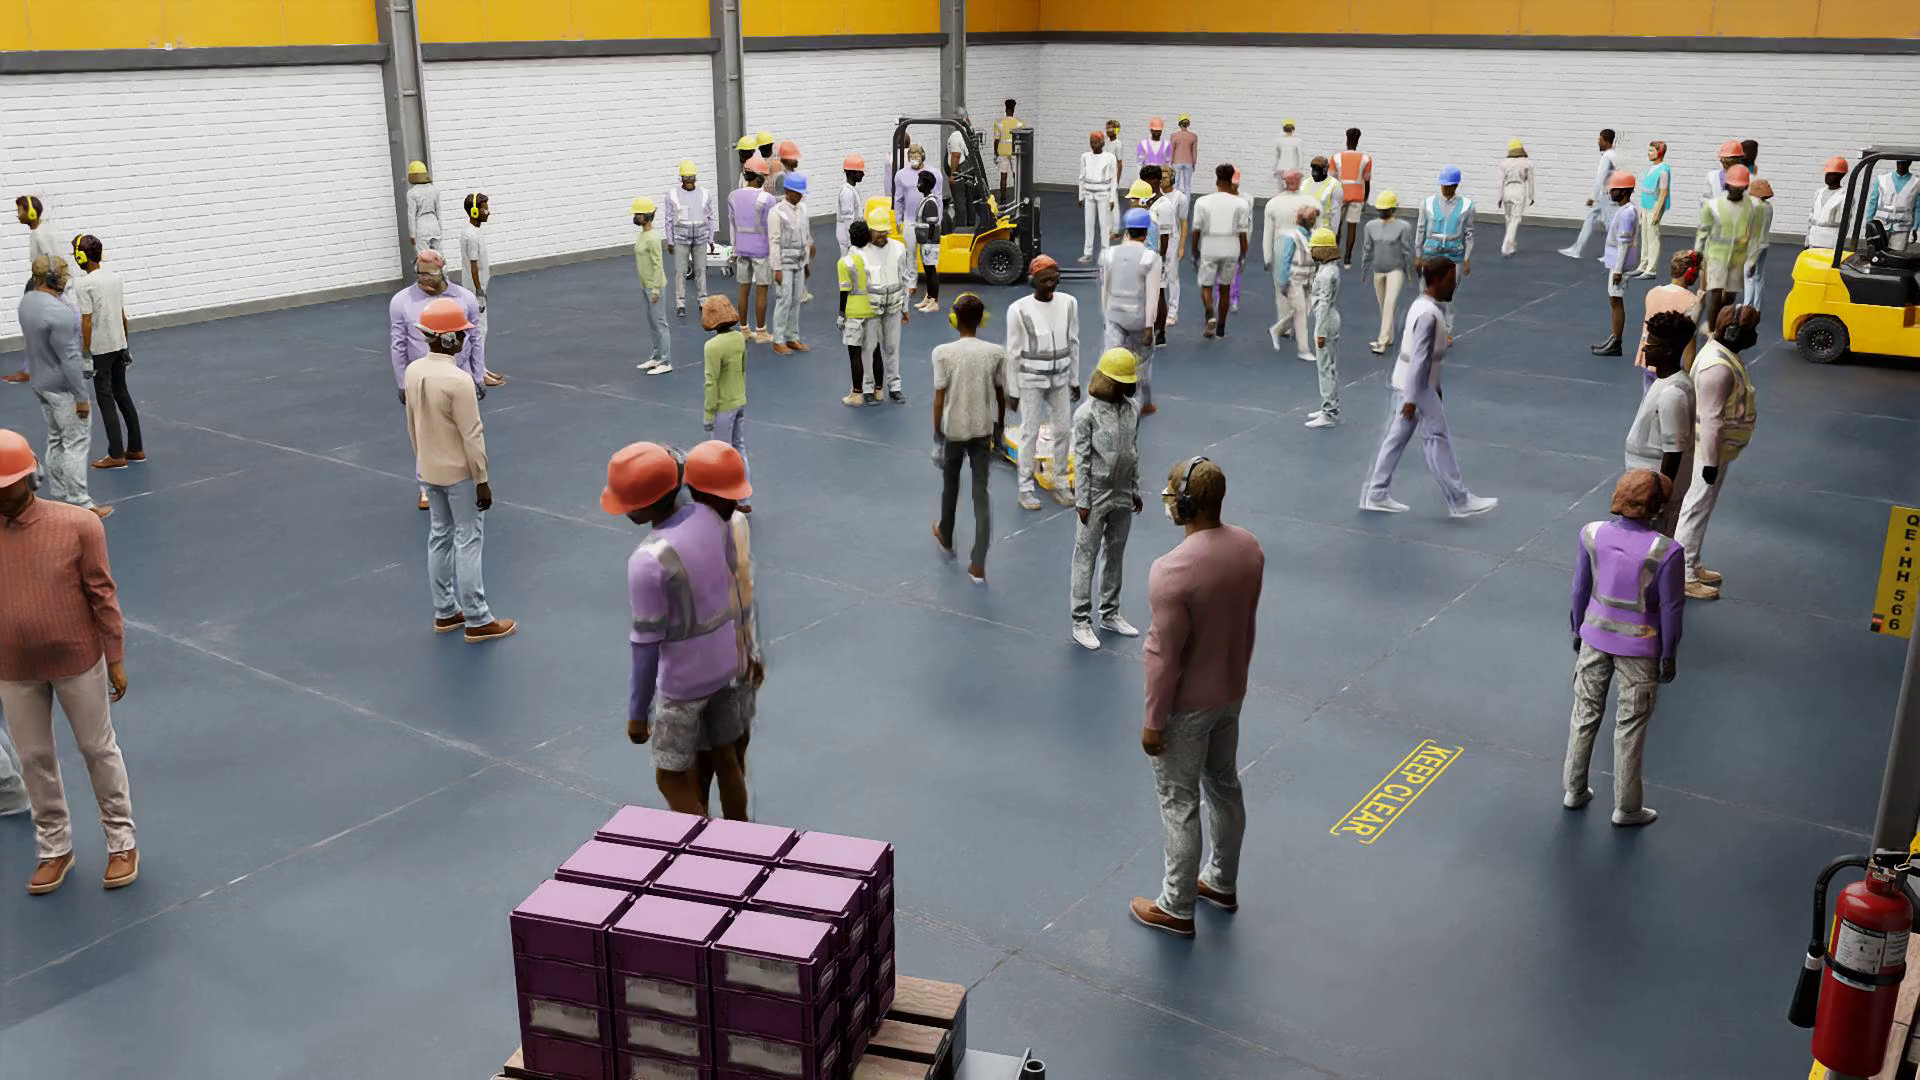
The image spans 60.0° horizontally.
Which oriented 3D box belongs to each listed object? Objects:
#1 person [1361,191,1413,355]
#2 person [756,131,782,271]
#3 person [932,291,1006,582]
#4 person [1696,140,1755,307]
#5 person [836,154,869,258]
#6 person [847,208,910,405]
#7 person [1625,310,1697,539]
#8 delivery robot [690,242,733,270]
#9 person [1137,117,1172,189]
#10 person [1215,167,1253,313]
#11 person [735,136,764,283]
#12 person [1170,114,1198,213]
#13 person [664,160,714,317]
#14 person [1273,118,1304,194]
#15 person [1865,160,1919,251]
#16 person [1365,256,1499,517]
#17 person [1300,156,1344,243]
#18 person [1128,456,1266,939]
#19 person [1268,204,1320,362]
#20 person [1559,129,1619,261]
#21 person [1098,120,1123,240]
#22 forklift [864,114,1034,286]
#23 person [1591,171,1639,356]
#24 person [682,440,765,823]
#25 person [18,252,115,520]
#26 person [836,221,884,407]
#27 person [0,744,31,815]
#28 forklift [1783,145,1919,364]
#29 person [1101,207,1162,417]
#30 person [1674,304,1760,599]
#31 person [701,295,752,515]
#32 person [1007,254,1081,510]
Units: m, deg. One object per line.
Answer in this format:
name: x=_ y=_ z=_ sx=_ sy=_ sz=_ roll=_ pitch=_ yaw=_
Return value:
person: x=4.521 y=-2.853 z=17.716 sx=0.547 sy=1.707 sz=0.764 roll=15 pitch=23 yaw=39
person: x=-2.664 y=-4.741 z=23.287 sx=0.381 sy=1.917 sz=0.585 roll=-6 pitch=19 yaw=-19
person: x=0.047 y=-0.705 z=10.821 sx=0.543 sy=1.815 sz=0.980 roll=-4 pitch=18 yaw=-13
person: x=9.202 y=-3.782 z=20.081 sx=0.392 sy=2.045 sz=0.608 roll=-15 pitch=23 yaw=-39
person: x=-1.252 y=-3.543 z=19.530 sx=0.390 sy=1.929 sz=0.540 roll=1 pitch=18 yaw=4
person: x=-0.745 y=-2.148 z=15.343 sx=0.601 sy=1.818 sz=0.403 roll=-8 pitch=19 yaw=-23
person: x=3.917 y=-0.316 z=9.364 sx=0.373 sy=1.966 sz=0.605 roll=6 pitch=19 yaw=19
delivery robot: x=-3.454 y=-3.899 z=22.701 sx=0.707 sy=0.478 sz=0.477 roll=1 pitch=18 yaw=3
person: x=3.060 y=-5.675 z=26.210 sx=0.559 sy=1.910 sz=0.743 roll=0 pitch=18 yaw=1
person: x=3.236 y=-3.615 z=20.081 sx=0.579 sy=1.721 sz=0.792 roll=3 pitch=18 yaw=9
person: x=-2.792 y=-4.407 z=22.222 sx=0.371 sy=1.929 sz=0.585 roll=1 pitch=18 yaw=3
person: x=3.976 y=-6.733 z=29.782 sx=0.532 sy=1.756 sz=0.344 roll=-3 pitch=18 yaw=-9
person: x=-3.208 y=-3.588 z=19.809 sx=0.586 sy=1.837 sz=0.403 roll=-7 pitch=19 yaw=-20
person: x=5.648 y=-6.361 z=28.610 sx=0.553 sy=1.749 sz=0.369 roll=10 pitch=20 yaw=28
person: x=11.478 y=-3.858 z=20.472 sx=0.603 sy=1.949 sz=0.389 roll=10 pitch=20 yaw=29
person: x=3.427 y=-1.083 z=11.898 sx=0.971 sy=1.874 sz=0.625 roll=4 pitch=18 yaw=12
person: x=4.386 y=-3.786 z=20.446 sx=0.431 sy=1.835 sz=0.623 roll=-15 pitch=23 yaw=-39
person: x=0.929 y=0.618 z=6.510 sx=0.369 sy=1.932 sz=0.635 roll=16 pitch=24 yaw=42
person: x=3.523 y=-2.711 z=17.423 sx=0.538 sy=1.621 sz=0.670 roll=-16 pitch=23 yaw=-40
person: x=9.221 y=-4.987 z=24.108 sx=0.938 sy=1.874 sz=0.618 roll=6 pitch=19 yaw=19
person: x=2.404 y=-5.708 z=26.398 sx=0.368 sy=1.870 sz=0.568 roll=-6 pitch=19 yaw=-18
forklift: x=-0.171 y=-4.594 z=22.377 sx=2.313 sy=2.155 sz=1.214 roll=1 pitch=18 yaw=3
person: x=6.916 y=-2.910 z=17.543 sx=0.386 sy=1.932 sz=0.545 roll=5 pitch=18 yaw=16
person: x=-0.988 y=0.517 z=6.838 sx=0.389 sy=1.923 sz=0.550 roll=9 pitch=20 yaw=25
person: x=-6.363 y=-1.064 z=11.774 sx=0.639 sy=1.926 sz=0.367 roll=15 pitch=23 yaw=38
person: x=-0.908 y=-2.081 z=15.322 sx=0.541 sy=1.695 sz=0.316 roll=-14 pitch=23 yaw=-37
person: x=-4.721 y=0.398 z=7.288 sx=0.987 sy=1.862 sz=0.614 roll=-5 pitch=18 yaw=-16
forklift: x=9.803 y=-2.879 z=17.013 sx=2.313 sy=2.155 sz=1.214 roll=12 pitch=21 yaw=33
person: x=1.459 y=-1.949 z=14.585 sx=0.605 sy=1.907 sz=1.006 roll=12 pitch=21 yaw=32
person: x=4.688 y=-0.558 z=10.345 sx=0.430 sy=1.836 sz=0.630 roll=9 pitch=20 yaw=25
person: x=-1.670 y=-0.931 z=11.841 sx=0.279 sy=1.627 sz=0.510 roll=6 pitch=19 yaw=19
person: x=0.609 y=-1.145 z=12.110 sx=0.585 sy=1.873 sz=0.357 roll=-8 pitch=19 yaw=-24
